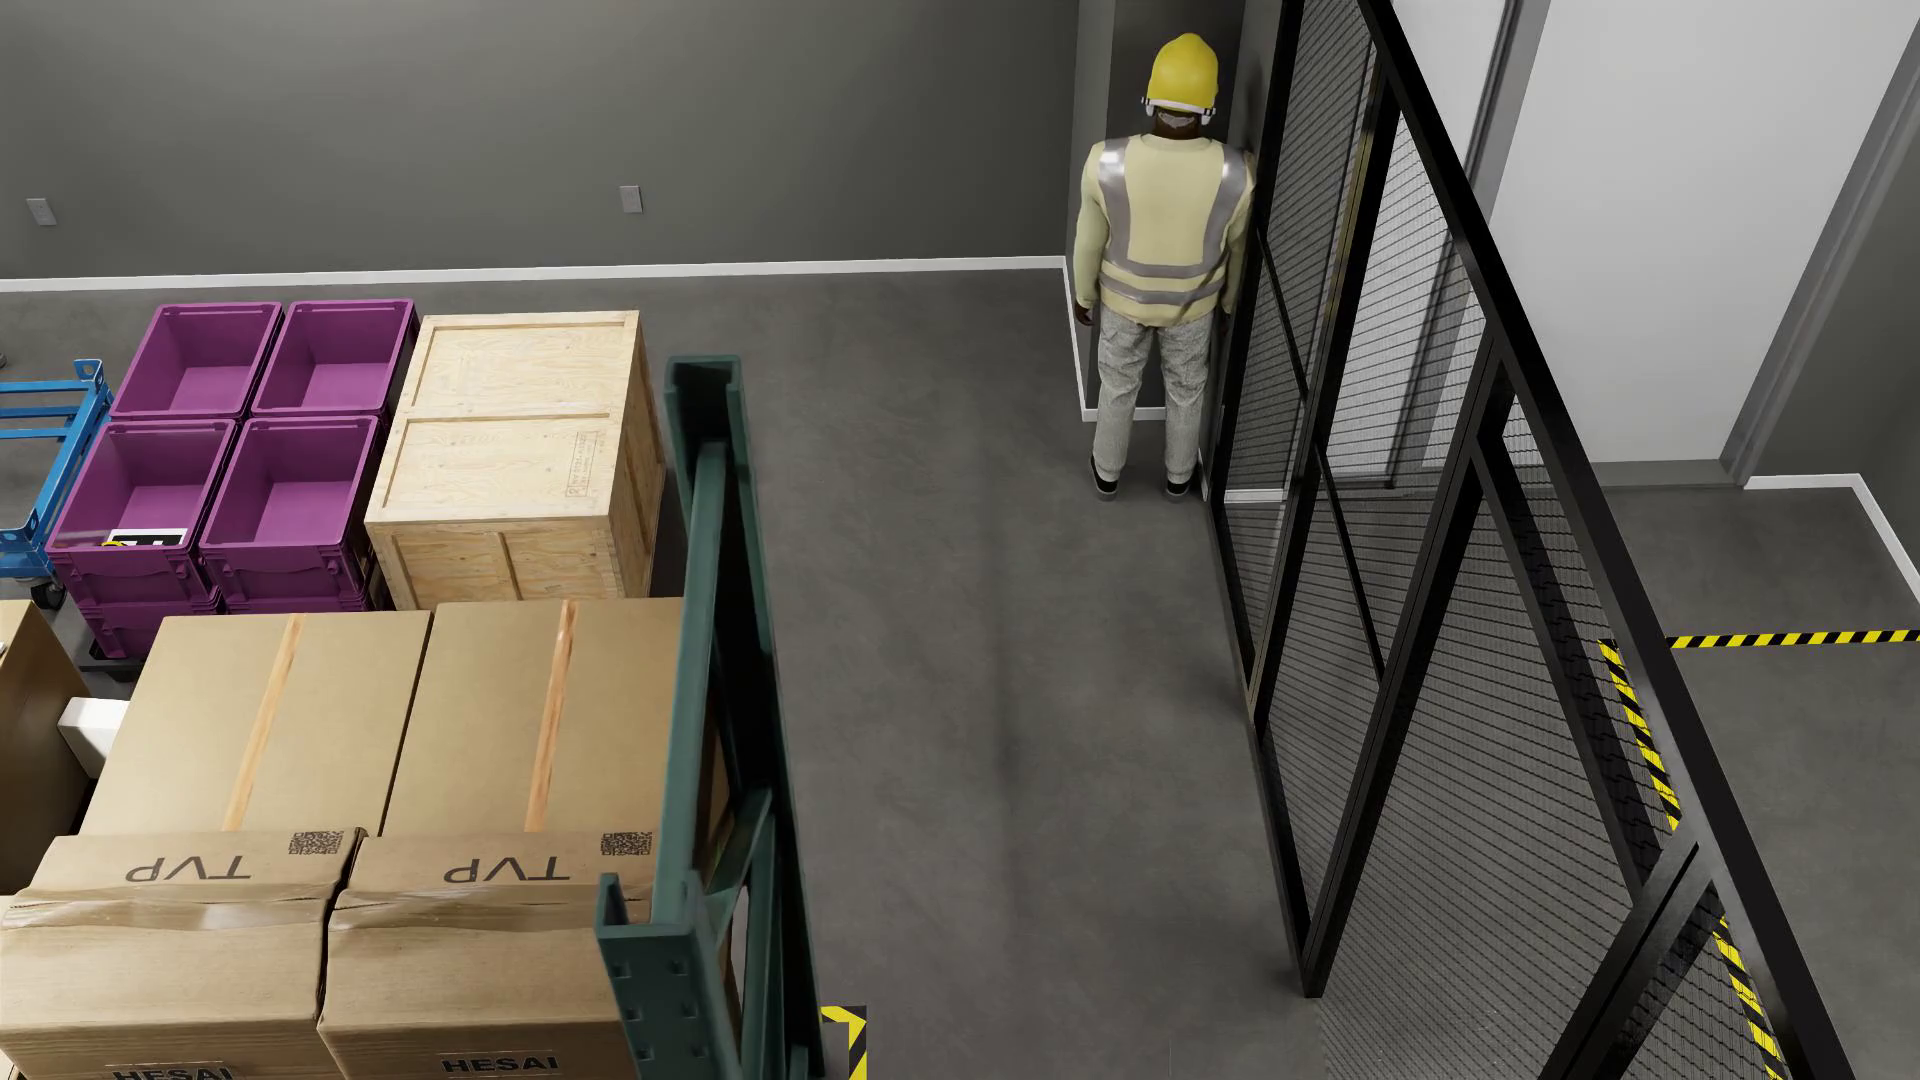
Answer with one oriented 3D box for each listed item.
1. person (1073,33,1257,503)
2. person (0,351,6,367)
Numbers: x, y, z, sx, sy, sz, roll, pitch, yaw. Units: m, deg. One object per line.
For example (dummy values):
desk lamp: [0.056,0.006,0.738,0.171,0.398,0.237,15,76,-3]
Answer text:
person: [0.681,-0.862,5.651,0.602,1.830,0.404,4,46,3]
person: [-4.026,-1.269,5.968,0.355,1.938,0.636,-3,46,-3]
